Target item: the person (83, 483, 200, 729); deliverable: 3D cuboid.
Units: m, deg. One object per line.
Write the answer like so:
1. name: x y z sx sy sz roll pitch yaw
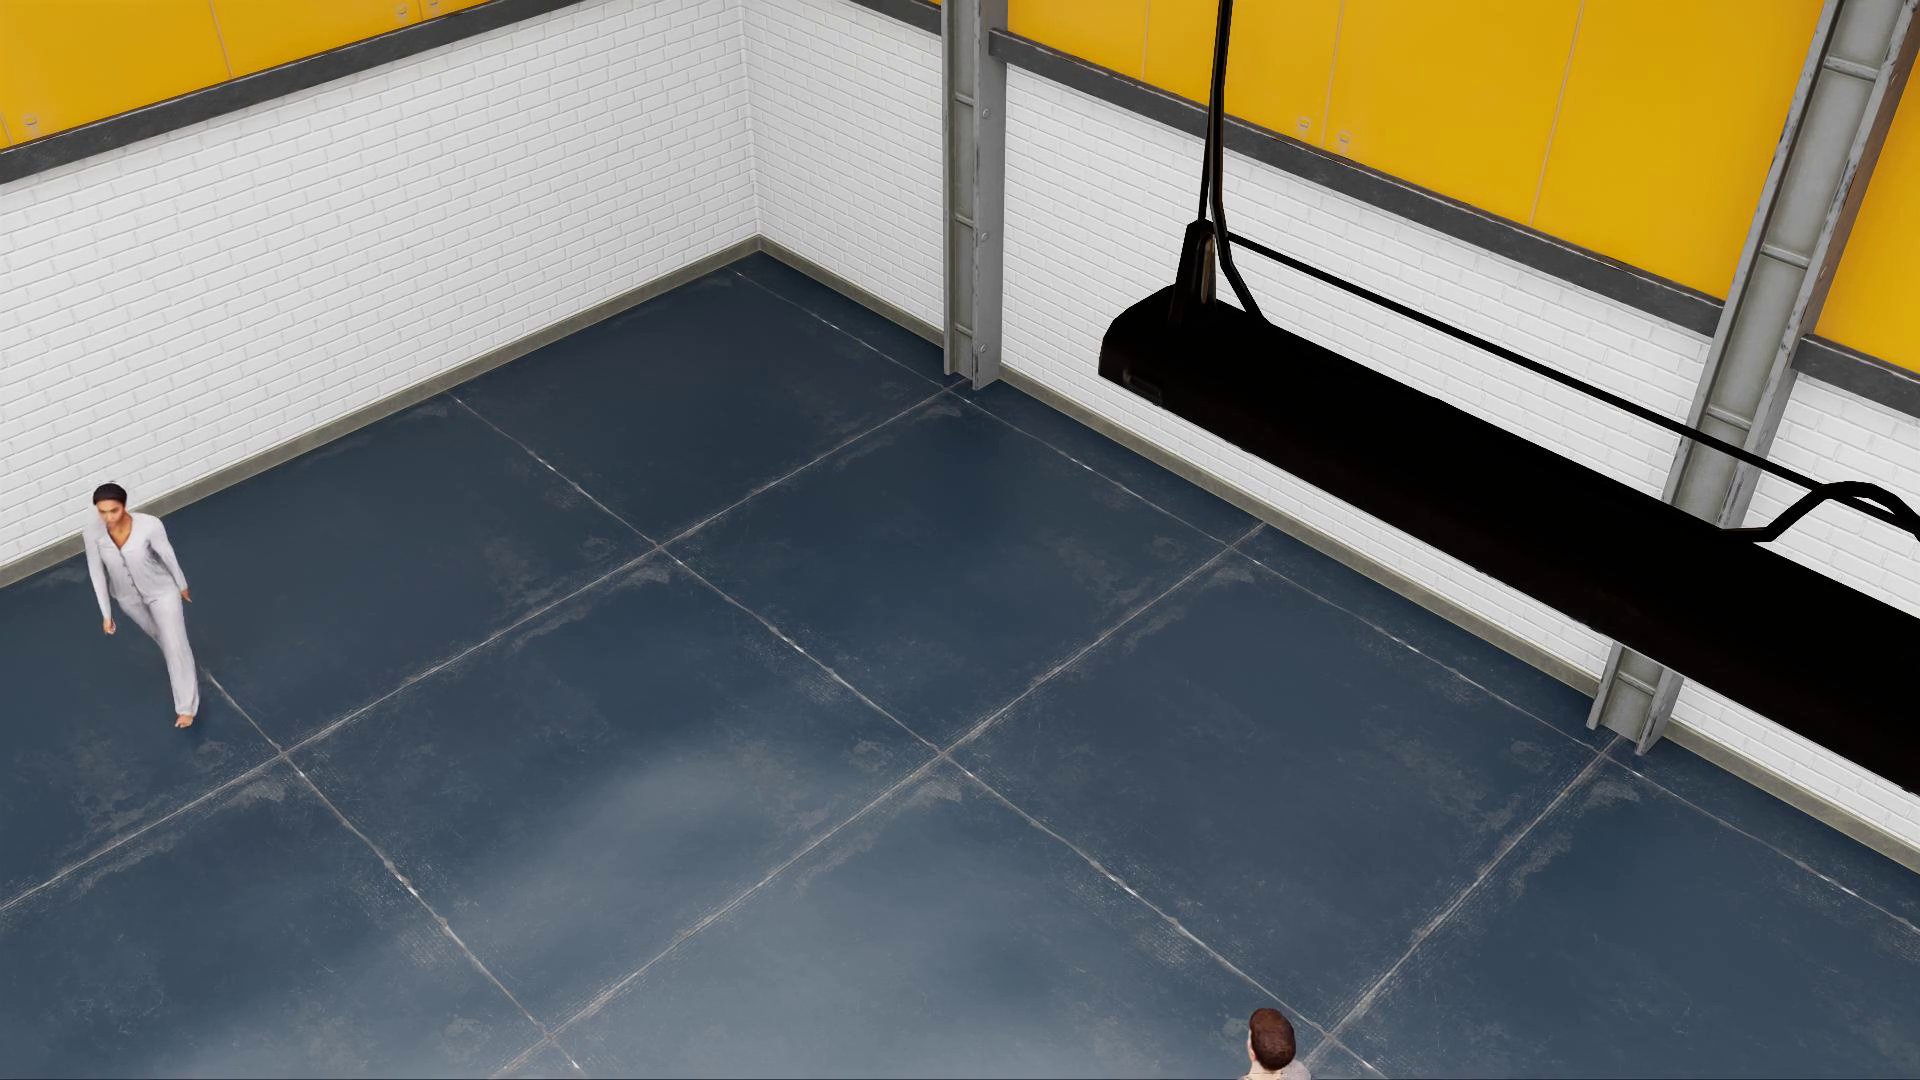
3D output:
1. person: -5.218 0.288 10.694 1.017 1.698 1.146 -5 39 -6

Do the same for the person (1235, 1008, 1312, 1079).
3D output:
1. person: 1.291 2.822 7.375 0.874 1.879 1.158 -19 42 -22
